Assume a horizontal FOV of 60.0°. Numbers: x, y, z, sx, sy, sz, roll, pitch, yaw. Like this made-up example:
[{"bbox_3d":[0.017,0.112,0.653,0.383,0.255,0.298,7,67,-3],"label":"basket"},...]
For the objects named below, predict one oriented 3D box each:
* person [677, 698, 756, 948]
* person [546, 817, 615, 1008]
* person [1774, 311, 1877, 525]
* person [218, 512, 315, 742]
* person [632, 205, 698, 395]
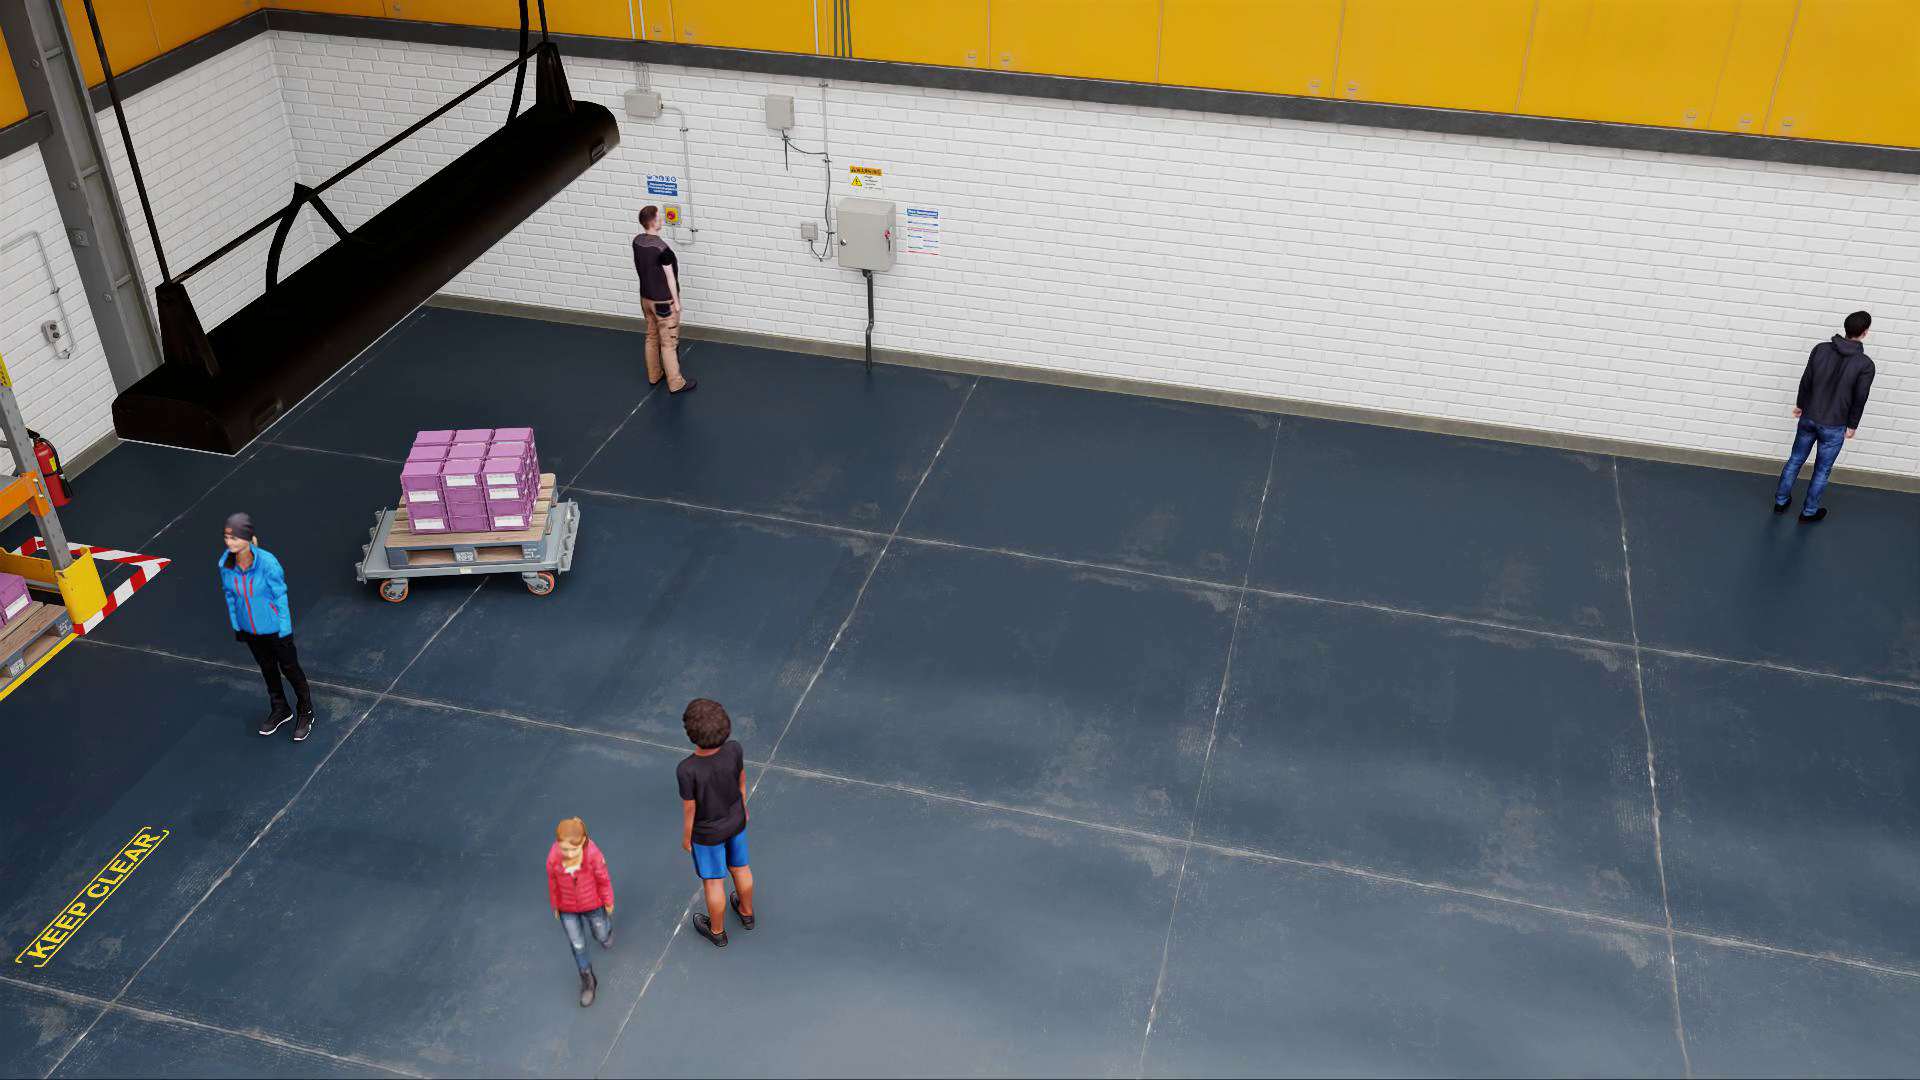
[{"bbox_3d":[-1.432,1.667,9.822,0.689,1.799,0.768,-25,41,-32],"label":"person"},{"bbox_3d":[-2.184,2.070,9.667,0.672,1.299,0.861,-2,34,-3],"label":"person"},{"bbox_3d":[7.162,-1.020,13.782,0.773,1.892,0.764,-26,41,-33],"label":"person"},{"bbox_3d":[-4.777,0.590,11.444,0.618,1.797,0.520,7,34,11],"label":"person"},{"bbox_3d":[-2.862,-2.290,15.738,0.776,1.841,0.767,28,42,35],"label":"person"}]
